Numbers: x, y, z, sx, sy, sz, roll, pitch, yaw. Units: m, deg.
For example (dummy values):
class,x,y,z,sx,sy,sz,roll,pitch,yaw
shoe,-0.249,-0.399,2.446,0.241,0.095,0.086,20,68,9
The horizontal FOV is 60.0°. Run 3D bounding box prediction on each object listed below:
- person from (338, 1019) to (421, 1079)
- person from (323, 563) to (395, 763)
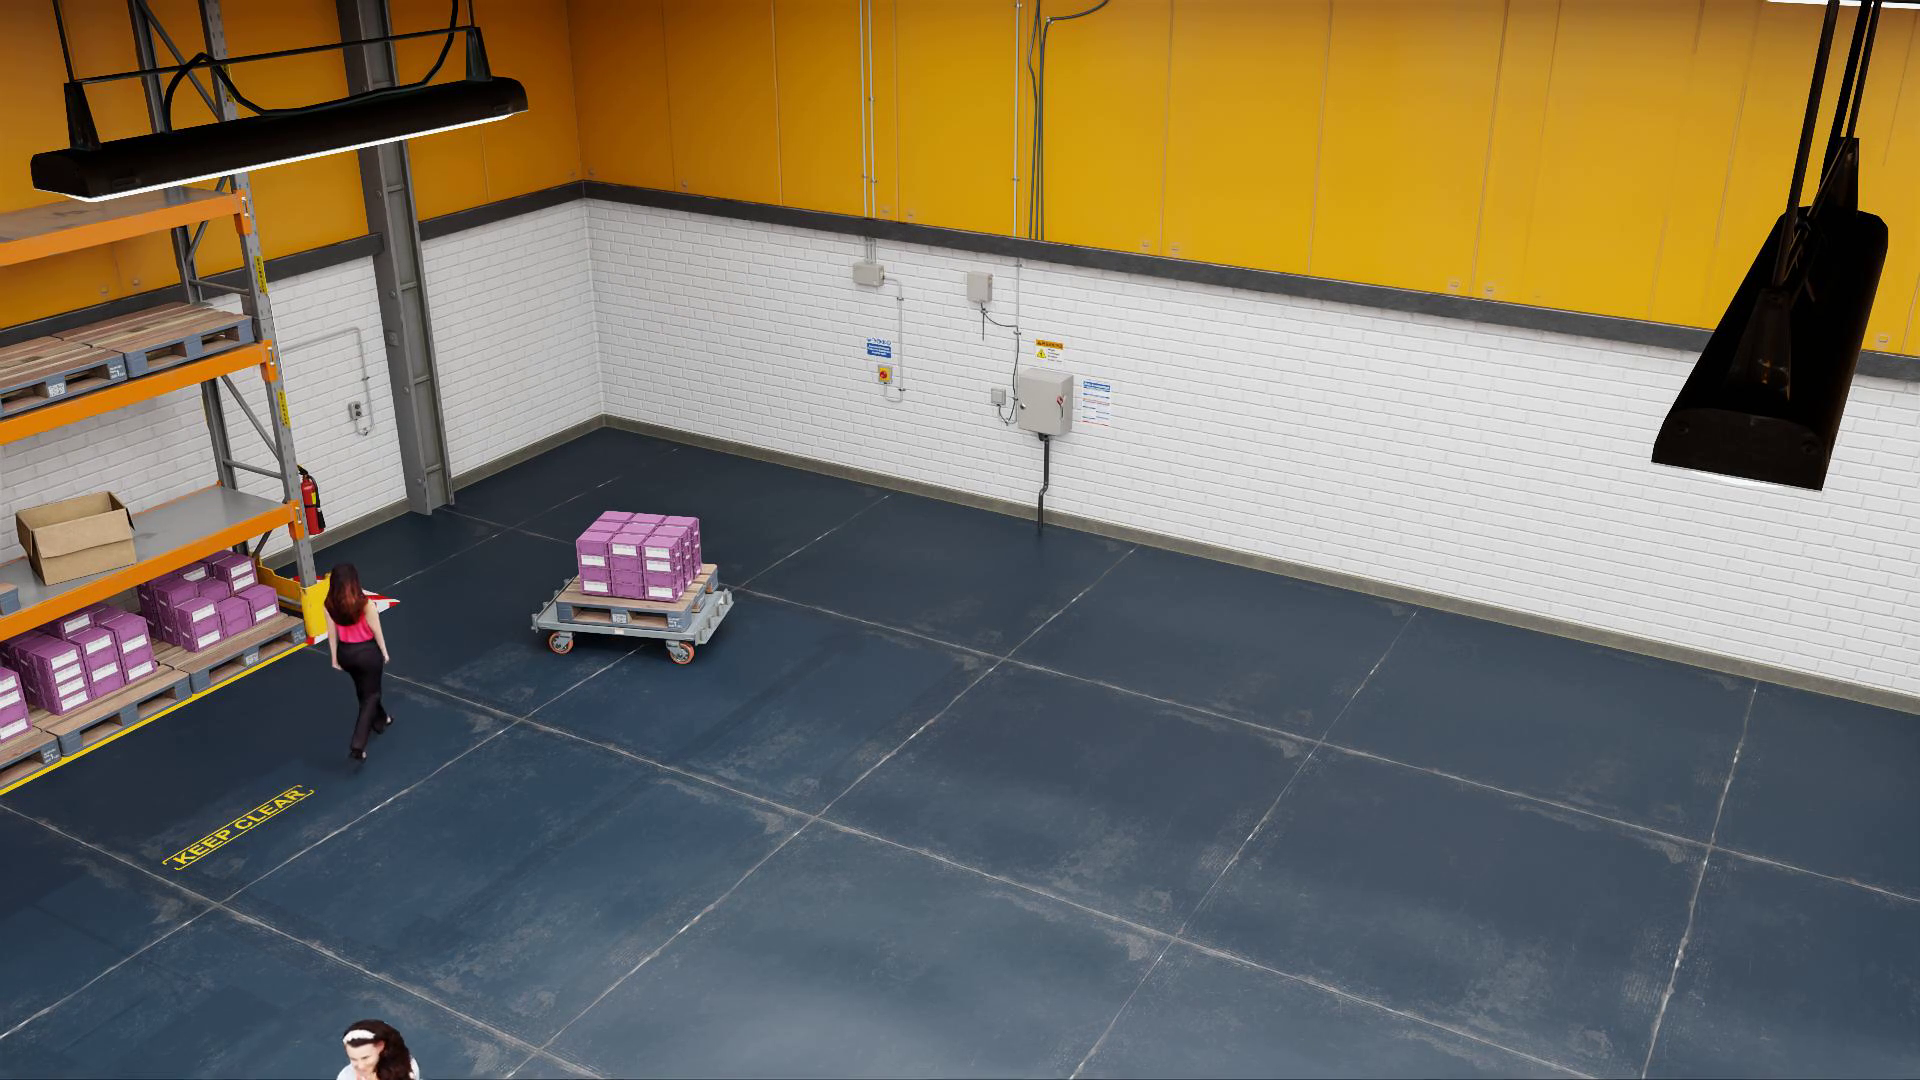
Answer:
class,x,y,z,sx,sy,sz,roll,pitch,yaw
person,-2.808,3.056,8.246,0.955,1.796,0.996,-12,27,-26
person,-4.779,0.985,13.197,0.854,1.626,1.142,3,24,8
